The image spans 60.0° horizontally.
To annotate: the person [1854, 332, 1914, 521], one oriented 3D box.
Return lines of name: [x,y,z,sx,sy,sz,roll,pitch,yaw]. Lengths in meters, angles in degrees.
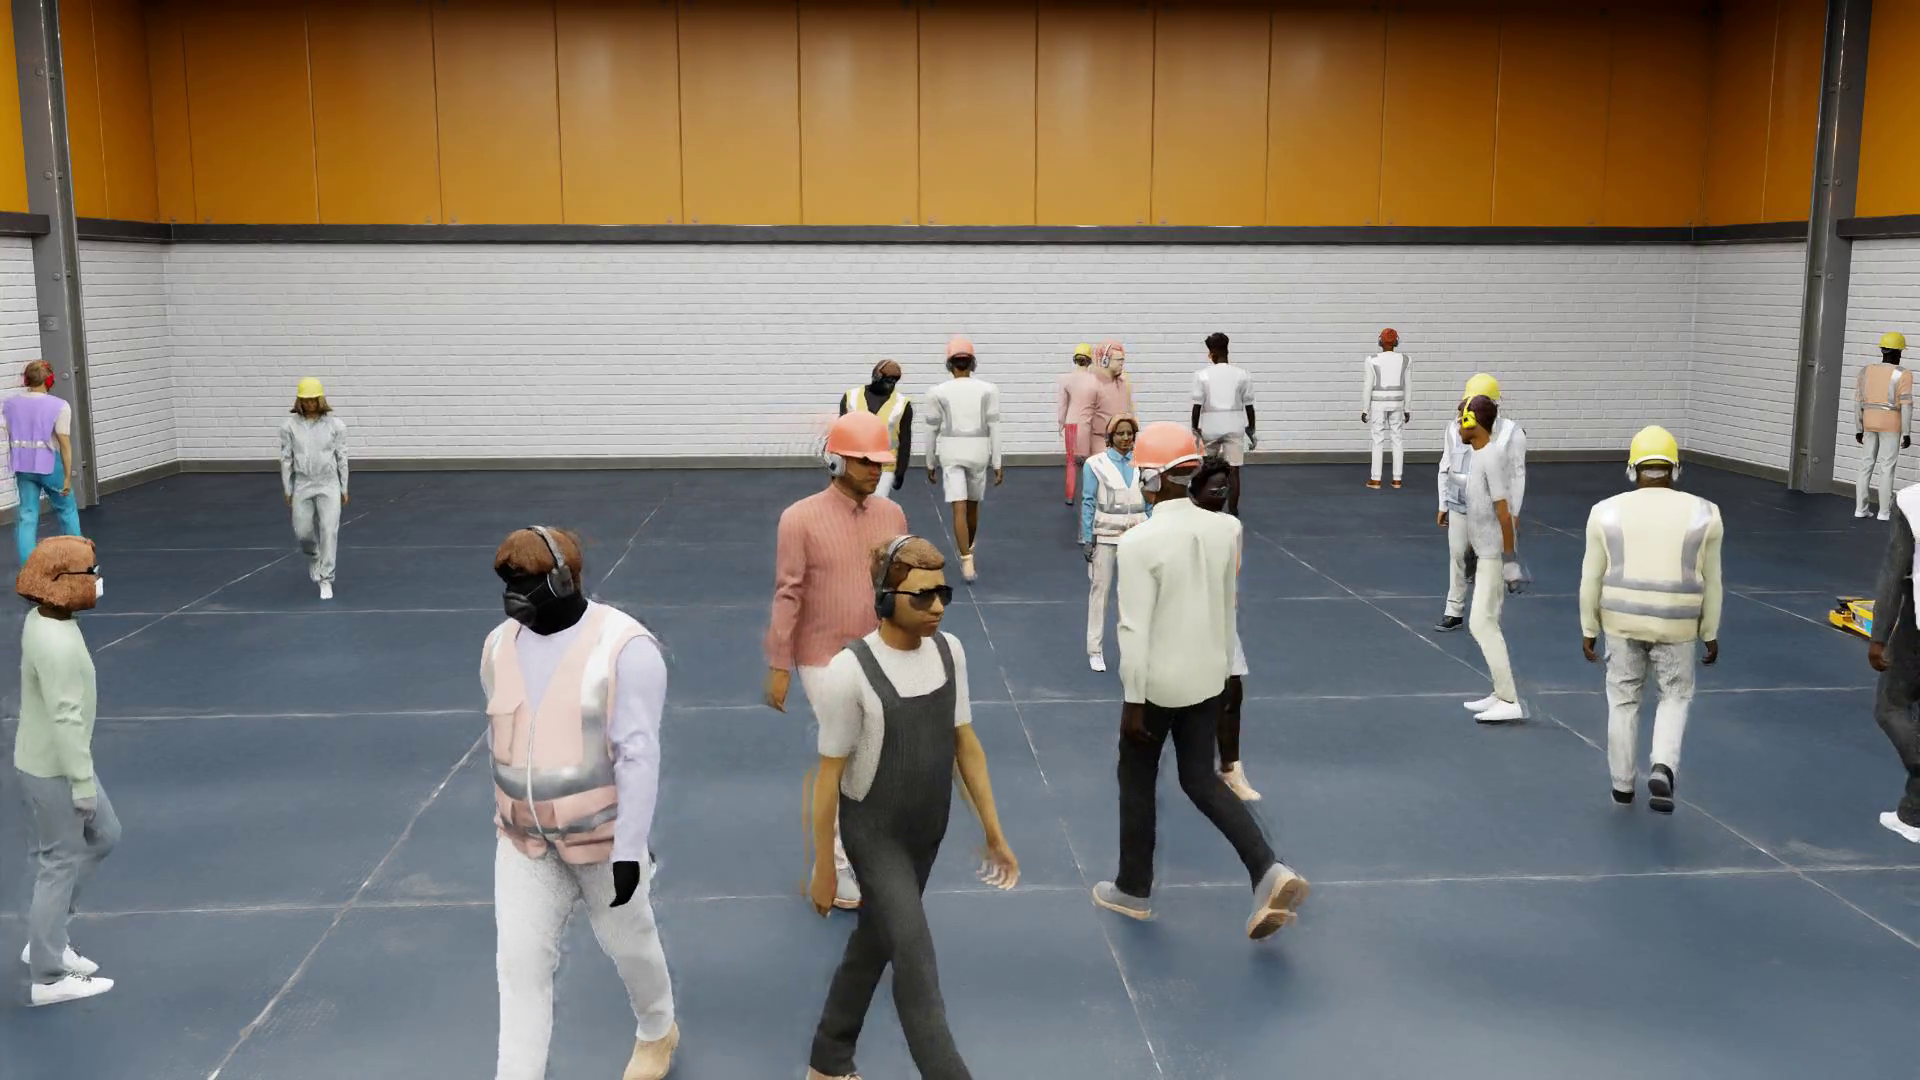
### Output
person: [9.408,-1.151,16.936,0.366,1.926,0.594,-5,10,-27]

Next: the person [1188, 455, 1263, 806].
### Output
person: [1.108,0.399,8.052,0.538,1.663,0.827,-7,11,-36]

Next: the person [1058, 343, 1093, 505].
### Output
person: [1.327,-1.251,18.073,0.533,1.767,0.324,1,9,8]

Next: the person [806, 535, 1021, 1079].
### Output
person: [-0.126,0.868,4.700,1.002,1.782,0.524,7,12,38]

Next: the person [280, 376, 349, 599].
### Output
person: [-5.028,-0.424,13.006,0.490,1.723,0.607,-2,9,-15]

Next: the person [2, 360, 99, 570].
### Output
person: [-7.421,-0.551,13.548,0.583,1.808,0.890,0,9,0]

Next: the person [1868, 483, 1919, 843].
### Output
person: [4.287,0.412,7.229,0.639,1.890,0.556,-1,9,-5]

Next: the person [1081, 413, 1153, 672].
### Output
person: [1.005,0.011,10.547,0.522,1.640,0.306,-4,10,-22]

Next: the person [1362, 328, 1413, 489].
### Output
person: [5.004,-1.539,19.512,0.578,1.882,0.346,0,9,-1]

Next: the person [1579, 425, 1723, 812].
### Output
person: [3.158,0.385,7.638,0.611,1.815,0.491,4,10,23]

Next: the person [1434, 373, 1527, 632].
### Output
person: [3.587,-0.239,11.521,0.600,1.827,0.403,7,12,39]

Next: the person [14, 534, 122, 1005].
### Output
person: [-3.082,0.785,5.705,0.371,1.621,0.548,-6,11,-32]

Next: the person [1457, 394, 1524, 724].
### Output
person: [2.986,0.101,9.396,0.450,1.828,0.598,2,9,12]

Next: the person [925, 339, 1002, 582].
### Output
person: [0.028,-0.671,13.791,0.621,1.973,1.097,-1,9,-8]

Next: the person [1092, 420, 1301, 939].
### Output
person: [0.879,0.537,6.271,0.626,1.965,0.831,-7,11,-38]

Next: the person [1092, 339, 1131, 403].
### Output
person: [1.512,-0.968,15.885,0.530,1.903,0.588,0,9,3]

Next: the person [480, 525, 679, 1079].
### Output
person: [-1.124,0.845,4.850,0.625,1.795,0.937,3,9,17]

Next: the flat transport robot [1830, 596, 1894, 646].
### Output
flat transport robot: [6.459,0.602,11.120,0.652,0.197,1.431,1,9,5]

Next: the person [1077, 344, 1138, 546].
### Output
person: [1.433,-0.822,15.037,0.836,1.877,0.646,6,11,34]

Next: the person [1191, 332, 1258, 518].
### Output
person: [2.609,-1.066,16.356,0.680,1.936,0.500,1,9,6]

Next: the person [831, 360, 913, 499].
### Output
person: [-0.749,-0.587,13.830,0.679,1.798,0.598,1,9,4]

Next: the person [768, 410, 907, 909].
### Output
person: [-0.414,0.473,6.597,0.647,1.968,0.600,-8,12,-41]
